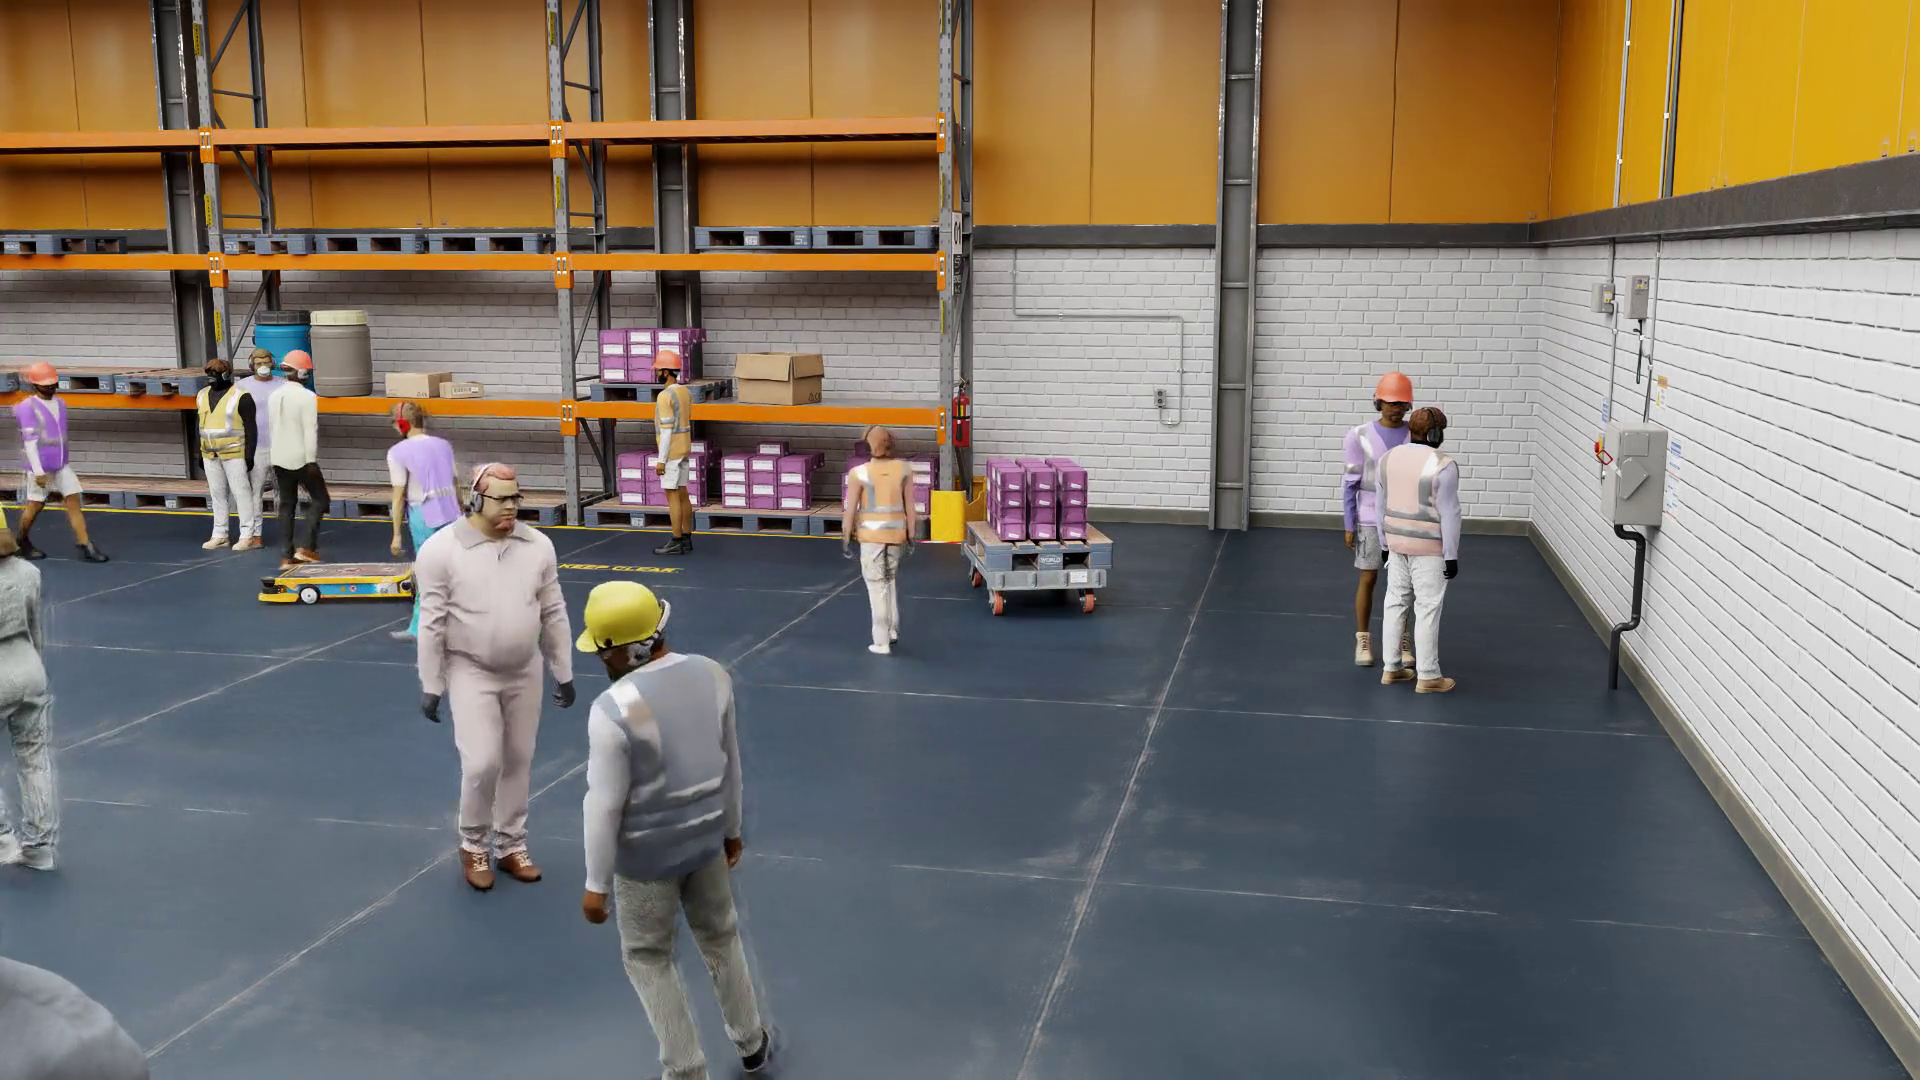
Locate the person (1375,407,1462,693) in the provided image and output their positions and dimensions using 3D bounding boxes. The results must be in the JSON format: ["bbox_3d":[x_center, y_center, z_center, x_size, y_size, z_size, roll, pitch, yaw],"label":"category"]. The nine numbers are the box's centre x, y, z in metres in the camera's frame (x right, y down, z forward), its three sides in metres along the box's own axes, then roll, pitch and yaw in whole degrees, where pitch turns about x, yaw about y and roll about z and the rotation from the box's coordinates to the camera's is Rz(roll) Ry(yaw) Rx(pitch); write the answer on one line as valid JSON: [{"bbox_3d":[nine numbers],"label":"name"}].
[{"bbox_3d":[2.978,0.058,10.751,0.429,1.841,0.633,-6,12,-34],"label":"person"}]

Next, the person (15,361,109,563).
[{"bbox_3d":[-8.359,-0.704,15.195,1.005,1.883,0.561,3,10,14],"label":"person"}]

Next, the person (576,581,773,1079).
[{"bbox_3d":[-0.927,0.985,5.455,0.404,1.781,0.751,8,12,39],"label":"person"}]

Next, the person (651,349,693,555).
[{"bbox_3d":[-2.718,-0.823,15.674,0.347,1.942,0.544,2,10,13],"label":"person"}]

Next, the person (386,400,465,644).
[{"bbox_3d":[-3.718,-0.095,11.826,0.837,1.804,0.571,4,10,21],"label":"person"}]

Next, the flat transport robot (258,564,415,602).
[{"bbox_3d":[-4.954,0.340,13.726,1.431,0.197,0.652,-1,10,-5],"label":"flat transport robot"}]

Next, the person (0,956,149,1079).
[{"bbox_3d":[-1.604,1.366,2.718,0.638,1.938,0.356,2,10,13],"label":"person"}]

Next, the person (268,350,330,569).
[{"bbox_3d":[-5.967,-0.718,14.983,0.652,1.967,0.517,5,11,26],"label":"person"}]

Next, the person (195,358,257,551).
[{"bbox_3d":[-7.034,-0.814,15.914,0.634,1.842,0.429,3,10,15],"label":"person"}]

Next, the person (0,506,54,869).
[{"bbox_3d":[-4.338,0.660,7.516,0.423,1.729,0.492,4,10,23],"label":"person"}]

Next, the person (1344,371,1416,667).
[{"bbox_3d":[2.921,-0.133,11.335,0.607,2.034,0.408,0,10,-1],"label":"person"}]

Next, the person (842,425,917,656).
[{"bbox_3d":[-0.586,-0.003,11.727,0.545,1.620,0.457,-6,11,-30],"label":"person"}]

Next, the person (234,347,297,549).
[{"bbox_3d":[-6.695,-0.890,16.077,0.636,1.938,0.354,-7,12,-35],"label":"person"}]

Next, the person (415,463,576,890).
[{"bbox_3d":[-2.022,0.601,7.357,0.680,1.893,0.457,-9,13,-41],"label":"person"}]
